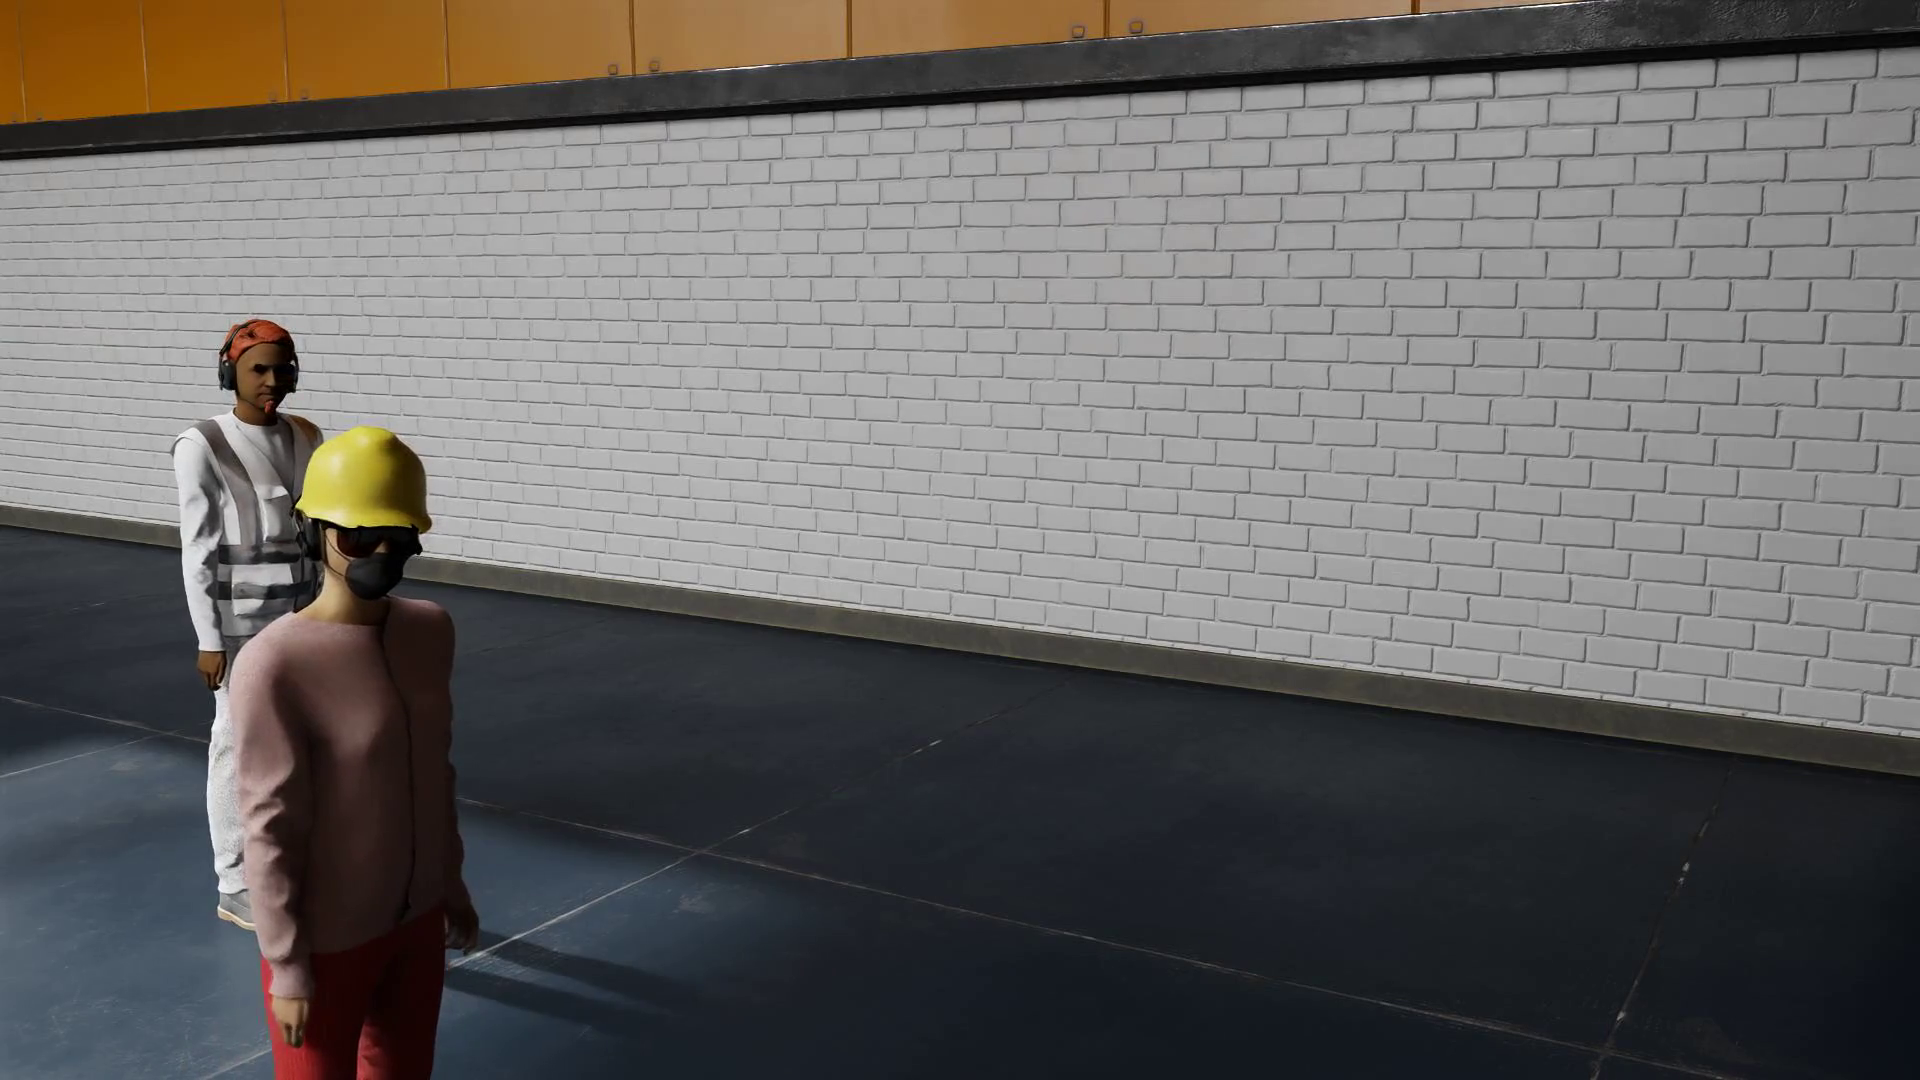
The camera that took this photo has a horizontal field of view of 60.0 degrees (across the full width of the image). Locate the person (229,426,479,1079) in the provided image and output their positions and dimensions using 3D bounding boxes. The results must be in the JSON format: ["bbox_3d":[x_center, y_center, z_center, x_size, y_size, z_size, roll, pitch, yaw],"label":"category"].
[{"bbox_3d":[-1.036,0.679,2.950,0.329,1.765,0.525,3,10,20],"label":"person"}]

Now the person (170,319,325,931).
[{"bbox_3d":[-2.174,0.256,5.222,0.354,1.881,0.576,3,10,20],"label":"person"}]
